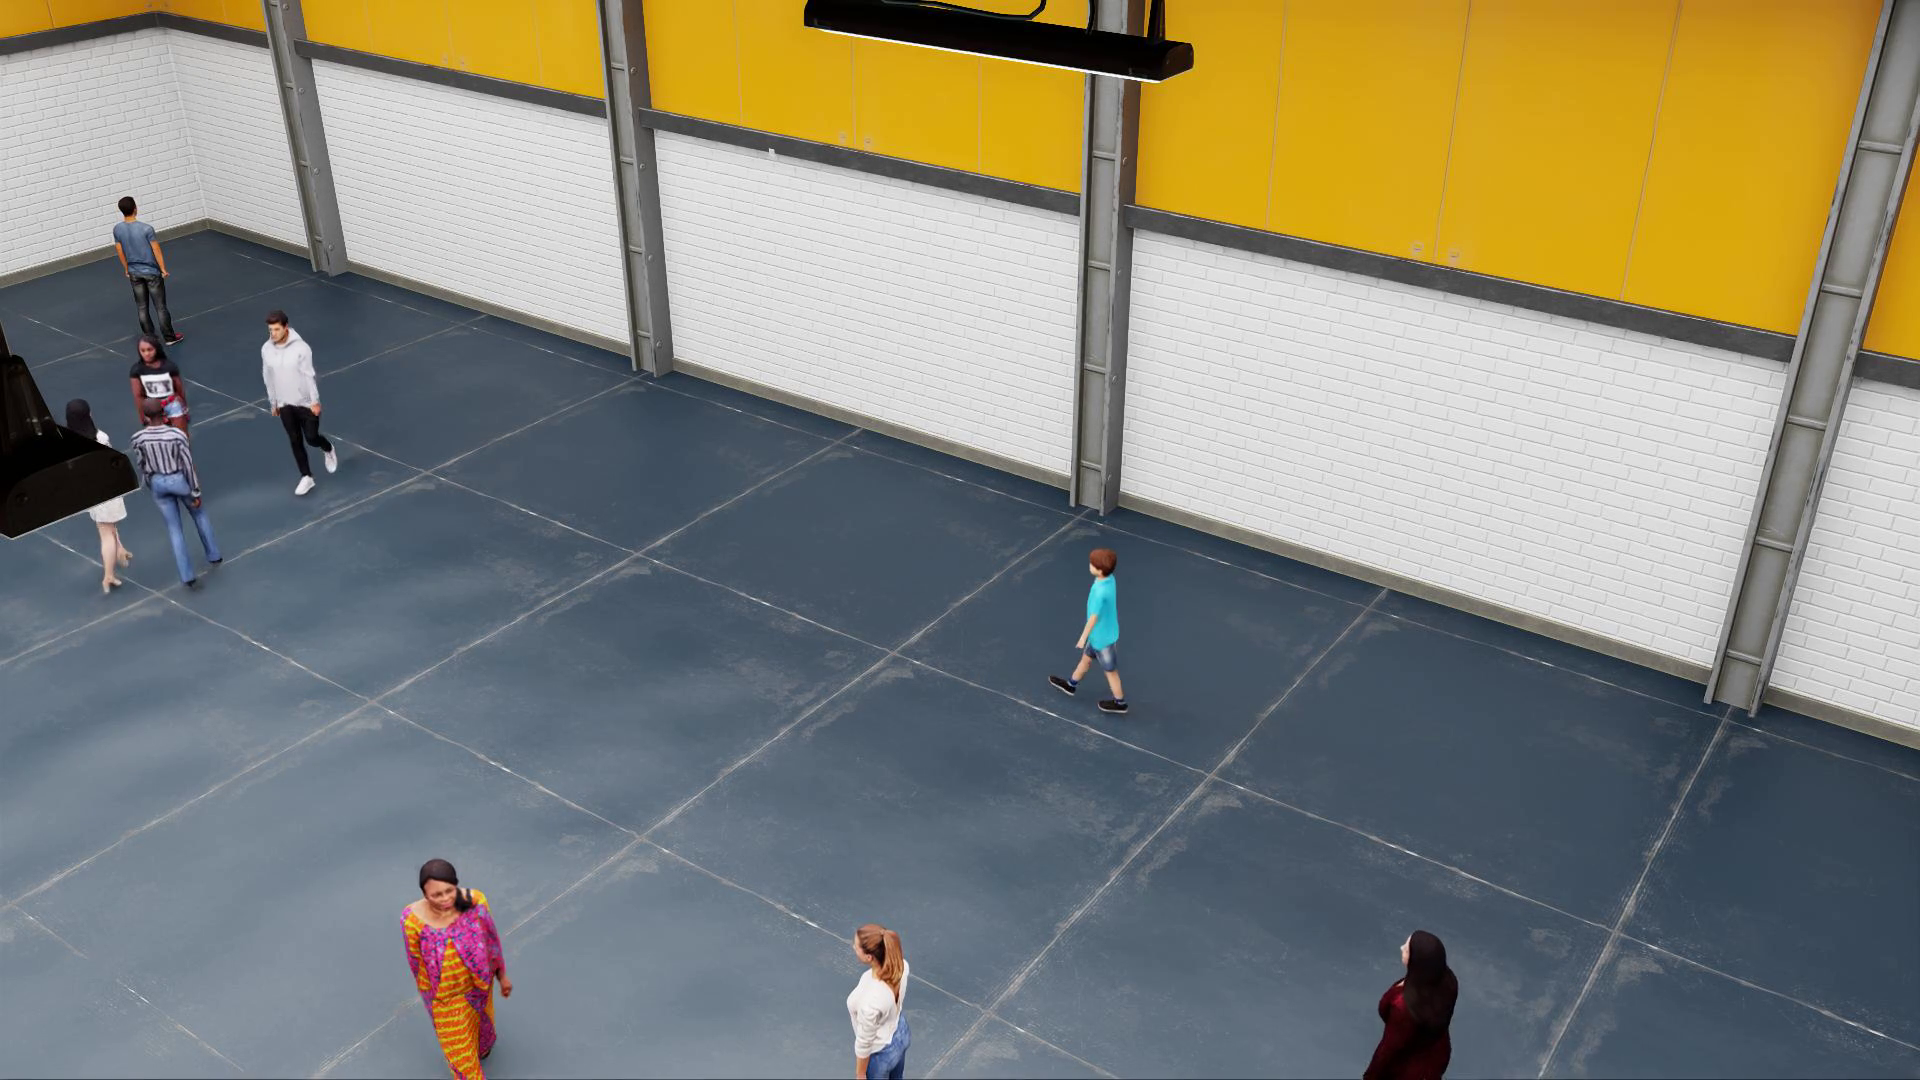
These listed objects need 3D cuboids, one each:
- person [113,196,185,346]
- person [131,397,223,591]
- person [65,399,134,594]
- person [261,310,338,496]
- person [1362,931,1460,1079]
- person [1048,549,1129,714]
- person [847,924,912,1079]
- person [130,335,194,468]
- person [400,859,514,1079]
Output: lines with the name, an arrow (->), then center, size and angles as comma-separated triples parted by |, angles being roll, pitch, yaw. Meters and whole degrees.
person -> -9.694, -3.193, 19.761 | 0.689, 1.810, 0.787 | -1, 29, -1
person -> -6.937, -0.372, 14.639 | 0.921, 1.762, 1.008 | -6, 29, -12
person -> -7.608, -0.357, 14.627 | 0.956, 1.748, 0.964 | 1, 29, 1
person -> -6.495, -1.410, 16.389 | 0.959, 1.908, 0.978 | 2, 29, 4
person -> 2.488, 2.839, 8.810 | 1.039, 1.707, 0.665 | 19, 34, 31
person -> 1.180, 0.739, 12.974 | 0.924, 1.405, 0.708 | 8, 30, 15
person -> -0.407, 2.744, 8.965 | 0.568, 1.726, 0.634 | 13, 31, 22
person -> -7.762, -1.230, 16.271 | 0.932, 1.705, 1.063 | -12, 31, -21
person -> -2.890, 2.443, 9.573 | 0.982, 1.670, 1.250 | -16, 32, -27
